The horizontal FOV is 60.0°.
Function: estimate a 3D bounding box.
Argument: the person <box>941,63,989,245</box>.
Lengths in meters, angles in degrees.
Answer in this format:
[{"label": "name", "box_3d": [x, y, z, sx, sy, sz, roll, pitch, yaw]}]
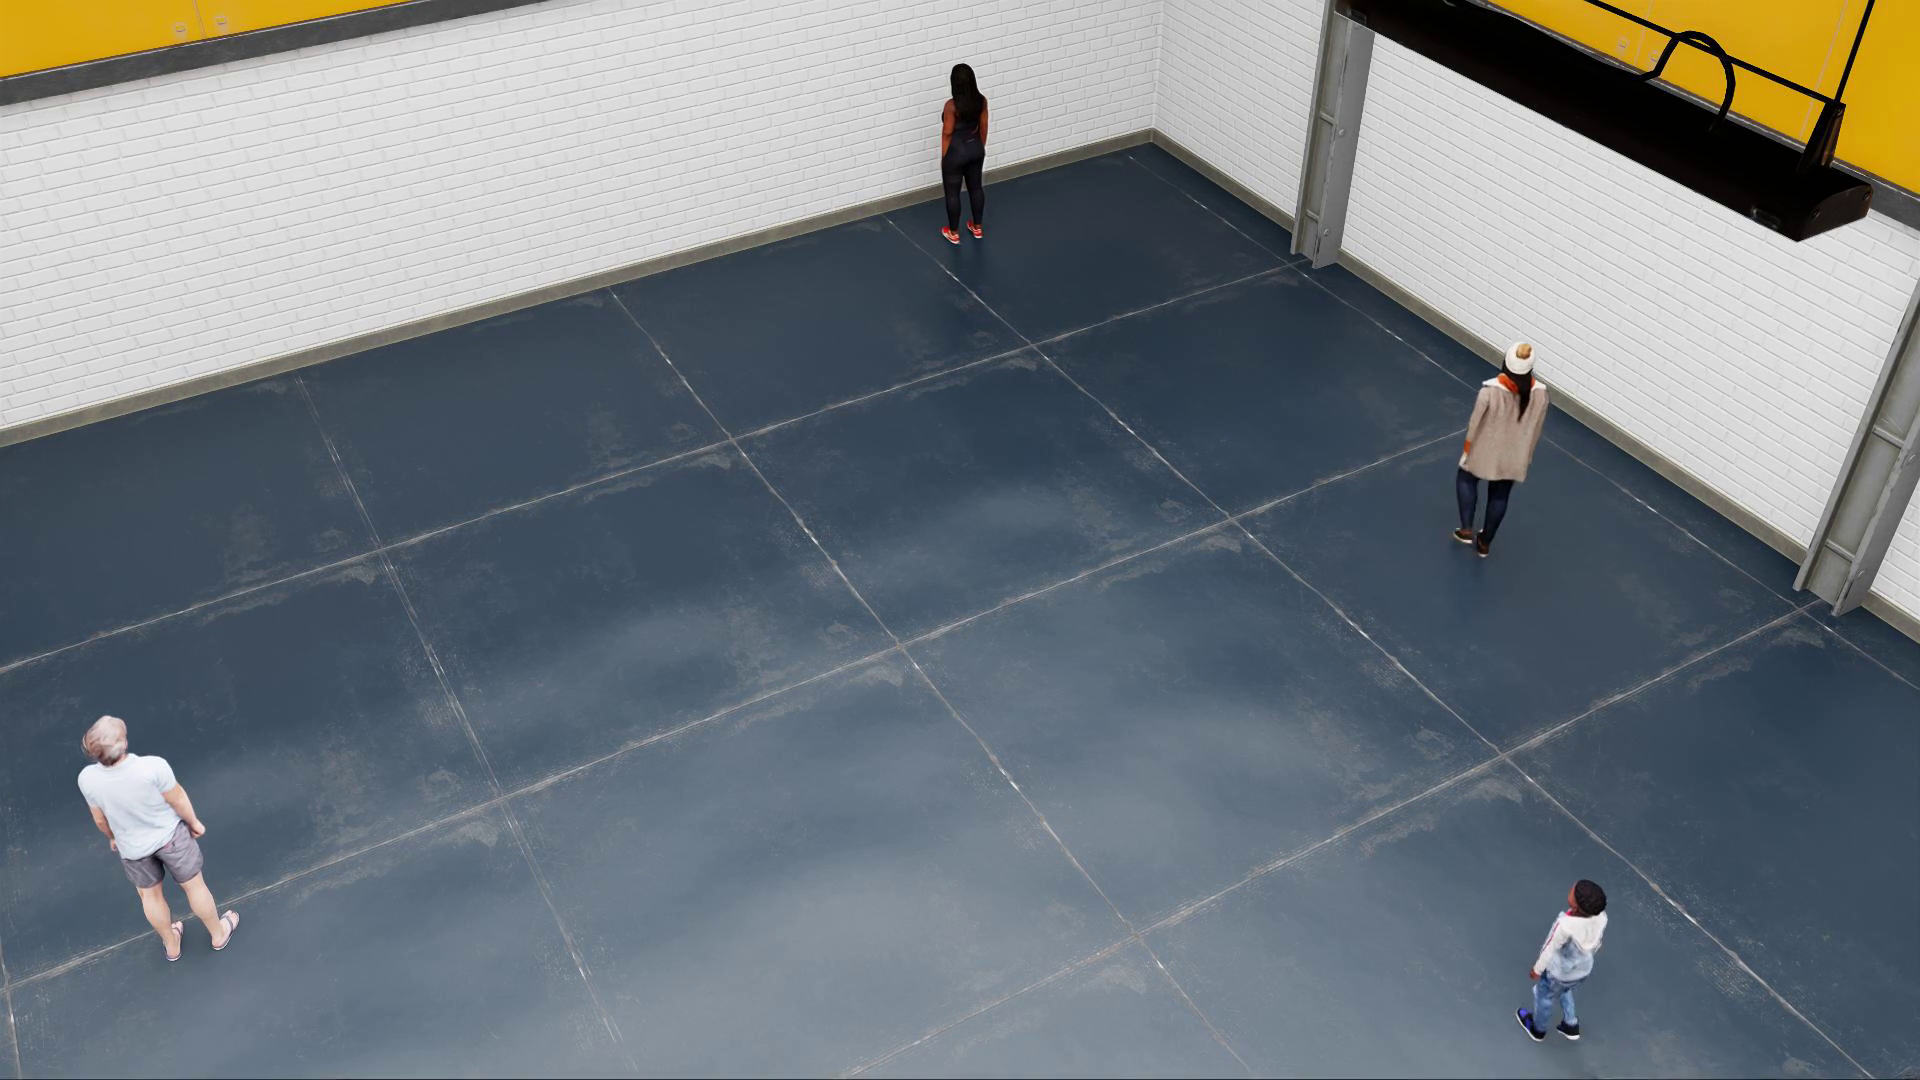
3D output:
[{"label": "person", "box_3d": [0.033, -3.800, 16.341, 0.636, 1.815, 0.595, -21, 43, -24]}]

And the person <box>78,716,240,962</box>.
[{"label": "person", "box_3d": [-4.592, 1.700, 9.441, 0.716, 1.831, 0.647, -9, 40, -11]}]

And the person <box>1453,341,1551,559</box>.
[{"label": "person", "box_3d": [3.993, -0.633, 12.325, 0.827, 1.877, 0.865, 5, 39, 6]}]

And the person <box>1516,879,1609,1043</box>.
[{"label": "person", "box_3d": [3.344, 2.351, 9.092, 0.502, 1.251, 0.585, -17, 42, -20]}]
